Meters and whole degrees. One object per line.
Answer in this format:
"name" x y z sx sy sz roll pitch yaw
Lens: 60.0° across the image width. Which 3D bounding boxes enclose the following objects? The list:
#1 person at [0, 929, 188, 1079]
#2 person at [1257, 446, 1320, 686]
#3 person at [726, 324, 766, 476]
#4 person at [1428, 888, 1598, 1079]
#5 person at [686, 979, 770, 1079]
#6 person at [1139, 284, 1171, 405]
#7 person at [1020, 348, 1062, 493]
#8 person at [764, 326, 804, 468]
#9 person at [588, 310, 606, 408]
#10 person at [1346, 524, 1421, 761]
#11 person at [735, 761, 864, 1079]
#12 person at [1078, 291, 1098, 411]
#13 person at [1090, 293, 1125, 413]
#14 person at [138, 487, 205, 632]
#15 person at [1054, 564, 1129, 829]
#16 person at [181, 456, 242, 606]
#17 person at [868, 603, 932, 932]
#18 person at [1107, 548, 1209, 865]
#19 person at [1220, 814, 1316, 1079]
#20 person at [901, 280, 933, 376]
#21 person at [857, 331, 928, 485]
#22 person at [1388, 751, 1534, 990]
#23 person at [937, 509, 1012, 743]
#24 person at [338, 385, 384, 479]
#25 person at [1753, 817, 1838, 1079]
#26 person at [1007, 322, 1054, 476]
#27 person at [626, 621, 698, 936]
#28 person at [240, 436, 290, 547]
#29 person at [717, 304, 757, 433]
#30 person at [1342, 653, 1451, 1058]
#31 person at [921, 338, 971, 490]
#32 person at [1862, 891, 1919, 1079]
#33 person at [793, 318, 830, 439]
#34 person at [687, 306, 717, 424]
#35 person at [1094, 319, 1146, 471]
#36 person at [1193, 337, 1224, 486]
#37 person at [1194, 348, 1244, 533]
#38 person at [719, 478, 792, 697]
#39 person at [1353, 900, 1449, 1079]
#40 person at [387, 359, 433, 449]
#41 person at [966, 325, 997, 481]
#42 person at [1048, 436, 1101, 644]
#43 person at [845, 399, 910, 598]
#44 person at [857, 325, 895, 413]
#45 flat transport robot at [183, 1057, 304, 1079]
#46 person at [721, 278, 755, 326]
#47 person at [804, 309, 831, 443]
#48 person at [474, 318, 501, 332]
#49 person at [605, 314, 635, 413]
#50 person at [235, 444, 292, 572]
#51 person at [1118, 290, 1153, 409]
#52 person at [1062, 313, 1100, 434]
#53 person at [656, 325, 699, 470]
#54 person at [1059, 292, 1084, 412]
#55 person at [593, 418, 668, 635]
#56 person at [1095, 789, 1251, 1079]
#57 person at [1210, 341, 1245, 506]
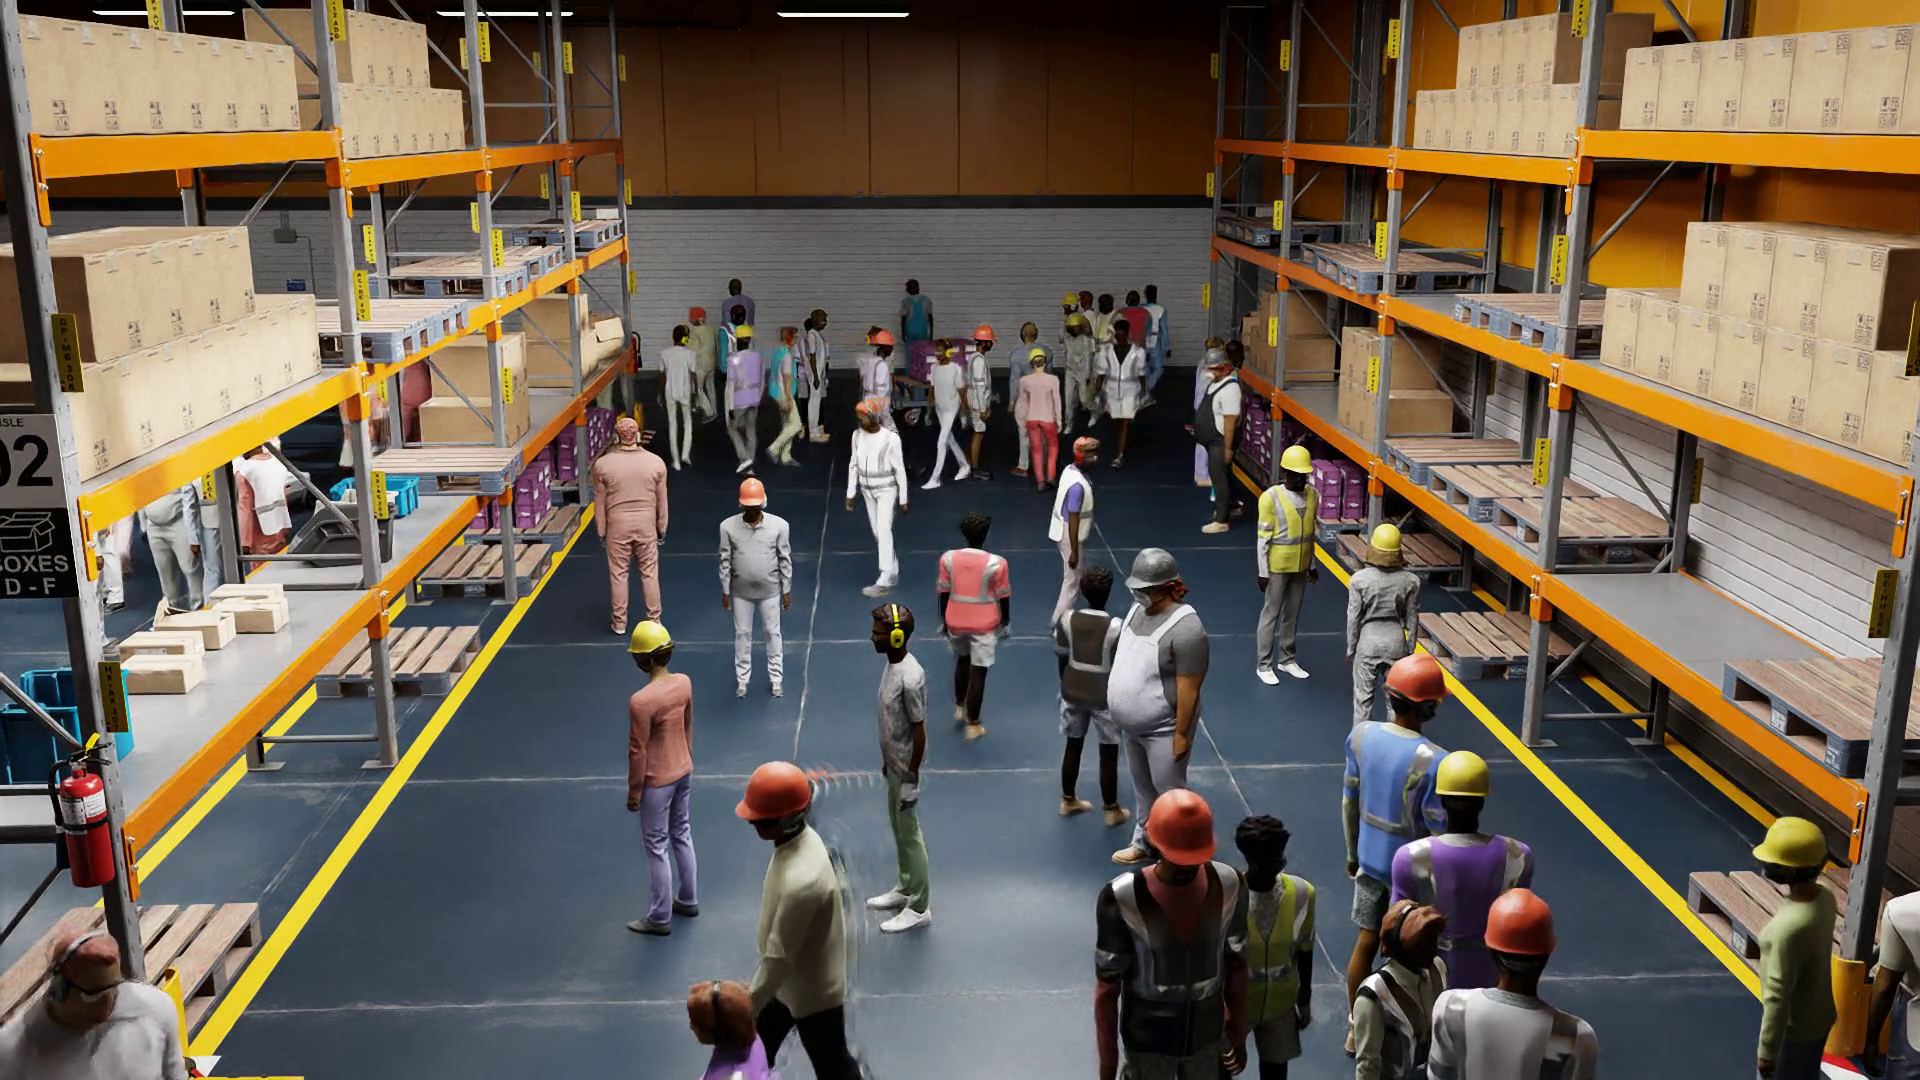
"person" -2.936 2.151 5.652 0.653 1.862 0.965 -12 19 -40
"person" 2.616 0.192 13.191 0.593 1.924 0.384 -9 17 -30
"person" -2.690 -1.739 20.812 0.602 1.904 0.415 -13 19 -42
"person" 1.859 2.109 5.671 0.551 1.928 0.393 9 17 32
"person" -0.703 2.243 5.804 0.852 1.599 0.522 0 14 1
"person" 2.954 -3.005 25.785 0.627 1.900 0.594 10 18 35
"person" 0.977 -1.428 19.934 0.551 1.734 0.388 6 15 21
"person" -2.249 -1.819 21.286 0.448 1.820 0.608 -4 15 -16
"person" -5.434 -2.618 24.833 0.355 1.613 0.526 2 14 9
"person" 2.887 0.738 11.411 0.487 1.746 0.288 2 14 6
"person" -0.756 1.822 6.772 1.038 1.929 0.621 -4 15 -15
"person" 1.977 -2.885 25.440 0.373 1.840 0.569 5 15 17
"person" 2.233 -2.830 25.256 0.451 1.827 0.625 -12 18 -38
"person" -6.851 -0.113 14.433 0.651 1.906 0.403 3 15 13
"person" 0.840 0.986 10.531 0.546 1.695 0.322 8 16 28
"person" -6.406 -0.093 14.360 0.409 1.907 0.598 8 16 28
"person" -0.332 1.247 9.171 0.306 1.866 0.564 -4 15 -14
"person" 1.119 1.013 9.743 0.535 2.000 0.684 -7 16 -25
"person" 1.213 1.916 6.902 0.539 1.692 0.320 -2 14 -9
"person" -0.708 -3.458 27.810 0.572 1.790 0.702 -2 14 -9
"person" -0.900 -1.613 20.363 0.983 1.880 0.563 -6 15 -21
"person" 2.039 1.800 6.895 0.584 1.919 0.381 0 14 -1
"person" 0.125 0.604 12.063 0.539 1.679 0.603 7 16 24
"person" -6.613 -1.079 18.166 0.638 1.926 0.910 5 15 19
"person" 3.329 1.934 6.709 0.352 1.756 0.567 13 19 41
"person" 0.871 -1.763 20.854 0.627 1.935 0.371 -8 17 -30
"person" -1.660 1.301 9.189 0.341 1.755 0.530 6 16 23
"person" -7.225 -0.787 17.175 0.672 1.855 0.482 9 17 31
"person" -3.133 -2.427 23.642 0.430 1.845 0.624 14 20 43
"person" 2.060 1.510 7.783 0.392 2.045 0.608 -9 17 -32
"person" -0.150 -1.579 20.358 0.545 1.827 0.973 13 19 41
"person" 3.817 1.952 6.469 0.559 1.836 0.394 1 14 6
"person" -2.076 -2.256 23.257 0.533 1.699 0.318 -2 14 -7
"person" -3.730 -2.584 24.495 0.425 1.729 0.700 6 16 23
"person" 2.054 -1.881 21.365 0.625 1.909 1.025 5 15 18
"person" 3.034 -1.565 20.278 0.349 1.836 0.517 -1 14 -5
"person" 2.872 -1.138 18.186 0.646 2.000 0.904 0 14 0
"person" -1.581 0.369 12.862 0.566 1.744 0.350 0 14 -2
"person" 1.637 2.112 6.229 0.514 1.641 0.307 -13 19 -41
"person" -6.710 -1.693 20.365 0.535 2.000 0.684 6 15 21
"person" 0.271 -1.690 20.579 0.387 1.929 0.543 -1 14 -5
"person" 0.966 0.008 14.115 0.420 1.825 0.611 1 14 5
"person" -0.771 -0.423 15.786 0.631 1.845 0.692 12 18 39
"person" -1.065 -1.776 21.031 0.513 1.872 0.328 -6 16 -24
"flat transport robot" -3.328 2.626 6.941 0.652 0.197 1.431 0 14 -1
"person" -3.520 -3.187 26.453 0.367 1.933 0.627 13 19 41
"person" -1.978 -2.277 23.061 0.345 1.840 0.504 0 14 1
"person" -6.975 -2.756 24.721 0.406 1.945 0.613 4 15 16
"person" -5.042 -2.512 24.447 0.551 1.599 0.558 -3 15 -12
"person" -5.942 -0.064 14.242 0.402 1.909 0.599 3 15 11
"person" 2.638 -2.919 25.604 0.635 1.832 0.429 -3 15 -13
"person" 1.717 -2.388 23.707 0.500 1.724 0.619 11 18 37
"person" -3.622 -1.830 21.291 0.553 1.843 0.522 -2 14 -7
"person" 1.712 -2.866 25.412 0.403 1.825 0.596 0 14 1
"person" -2.861 -0.118 14.481 0.636 1.900 0.400 -5 15 -20
"person" 0.820 1.887 6.337 0.613 2.033 0.411 -3 15 -13
"person" 3.095 -1.356 19.289 0.368 1.915 0.597 -1 14 -5
